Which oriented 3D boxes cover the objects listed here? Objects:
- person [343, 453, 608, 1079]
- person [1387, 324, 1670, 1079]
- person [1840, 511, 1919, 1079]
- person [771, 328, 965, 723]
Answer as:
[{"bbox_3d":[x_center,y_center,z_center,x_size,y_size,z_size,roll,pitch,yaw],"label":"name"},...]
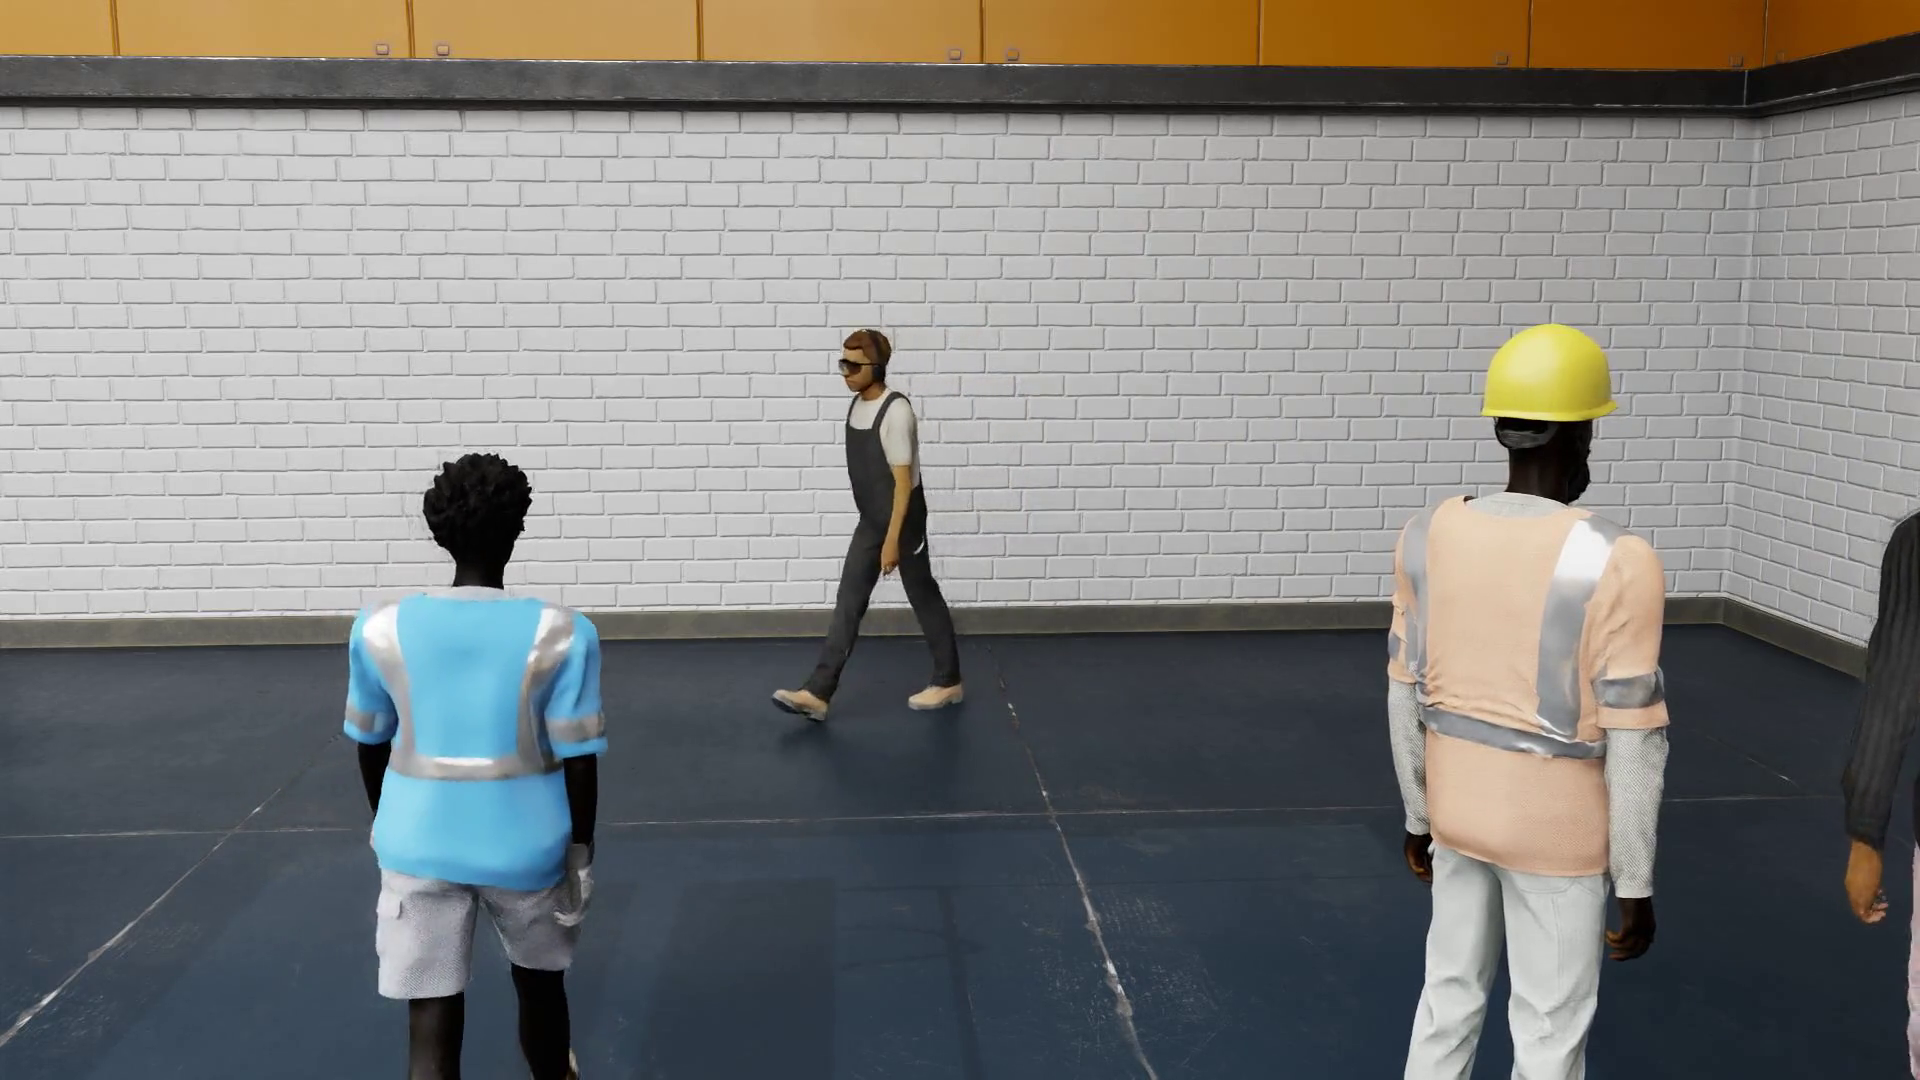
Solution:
[{"bbox_3d":[-1.013,0.640,3.543,0.551,1.644,0.888,-1,9,-7],"label":"person"},{"bbox_3d":[1.096,0.551,3.241,0.360,1.930,0.589,-7,11,-36],"label":"person"},{"bbox_3d":[2.030,0.550,3.159,0.631,1.964,0.907,5,10,30],"label":"person"},{"bbox_3d":[-0.376,-0.056,7.500,1.018,1.775,0.515,-7,11,-36],"label":"person"}]
